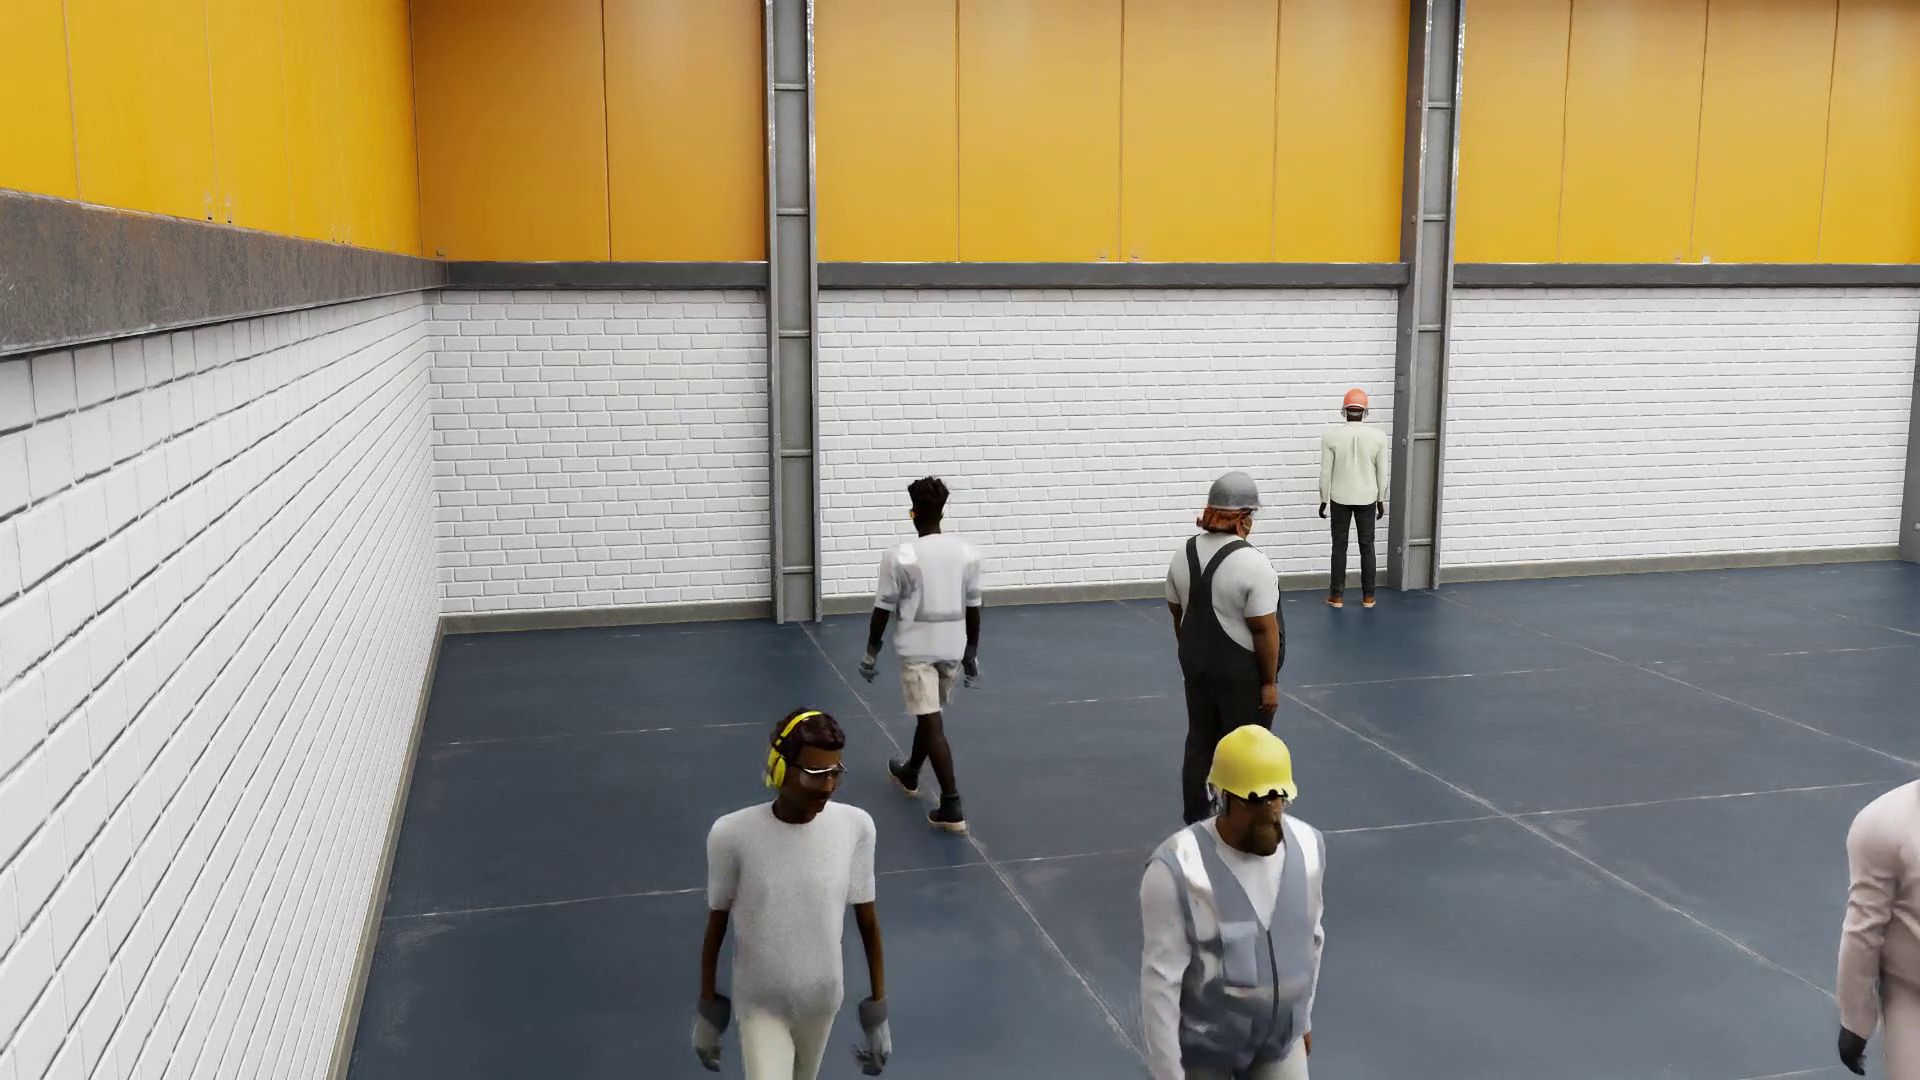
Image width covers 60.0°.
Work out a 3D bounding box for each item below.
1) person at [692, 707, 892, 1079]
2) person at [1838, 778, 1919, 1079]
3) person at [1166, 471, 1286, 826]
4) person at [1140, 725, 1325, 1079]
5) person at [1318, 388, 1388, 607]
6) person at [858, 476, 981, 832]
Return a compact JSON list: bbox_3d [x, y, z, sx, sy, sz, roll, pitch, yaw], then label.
[{"bbox_3d":[-0.467,1.372,4.778,0.544,1.808,1.003,-4,10,-22],"label":"person"},{"bbox_3d":[2.847,1.357,4.687,0.663,1.875,0.813,1,9,5],"label":"person"},{"bbox_3d":[1.415,0.651,8.559,0.536,2.000,0.684,-7,11,-37],"label":"person"},{"bbox_3d":[0.806,1.402,4.634,0.617,1.790,0.871,-3,10,-19],"label":"person"},{"bbox_3d":[3.563,-0.376,15.109,0.612,1.996,0.389,1,9,6],"label":"person"},{"bbox_3d":[-0.214,0.602,9.265,0.630,1.908,1.001,-6,11,-32],"label":"person"}]
